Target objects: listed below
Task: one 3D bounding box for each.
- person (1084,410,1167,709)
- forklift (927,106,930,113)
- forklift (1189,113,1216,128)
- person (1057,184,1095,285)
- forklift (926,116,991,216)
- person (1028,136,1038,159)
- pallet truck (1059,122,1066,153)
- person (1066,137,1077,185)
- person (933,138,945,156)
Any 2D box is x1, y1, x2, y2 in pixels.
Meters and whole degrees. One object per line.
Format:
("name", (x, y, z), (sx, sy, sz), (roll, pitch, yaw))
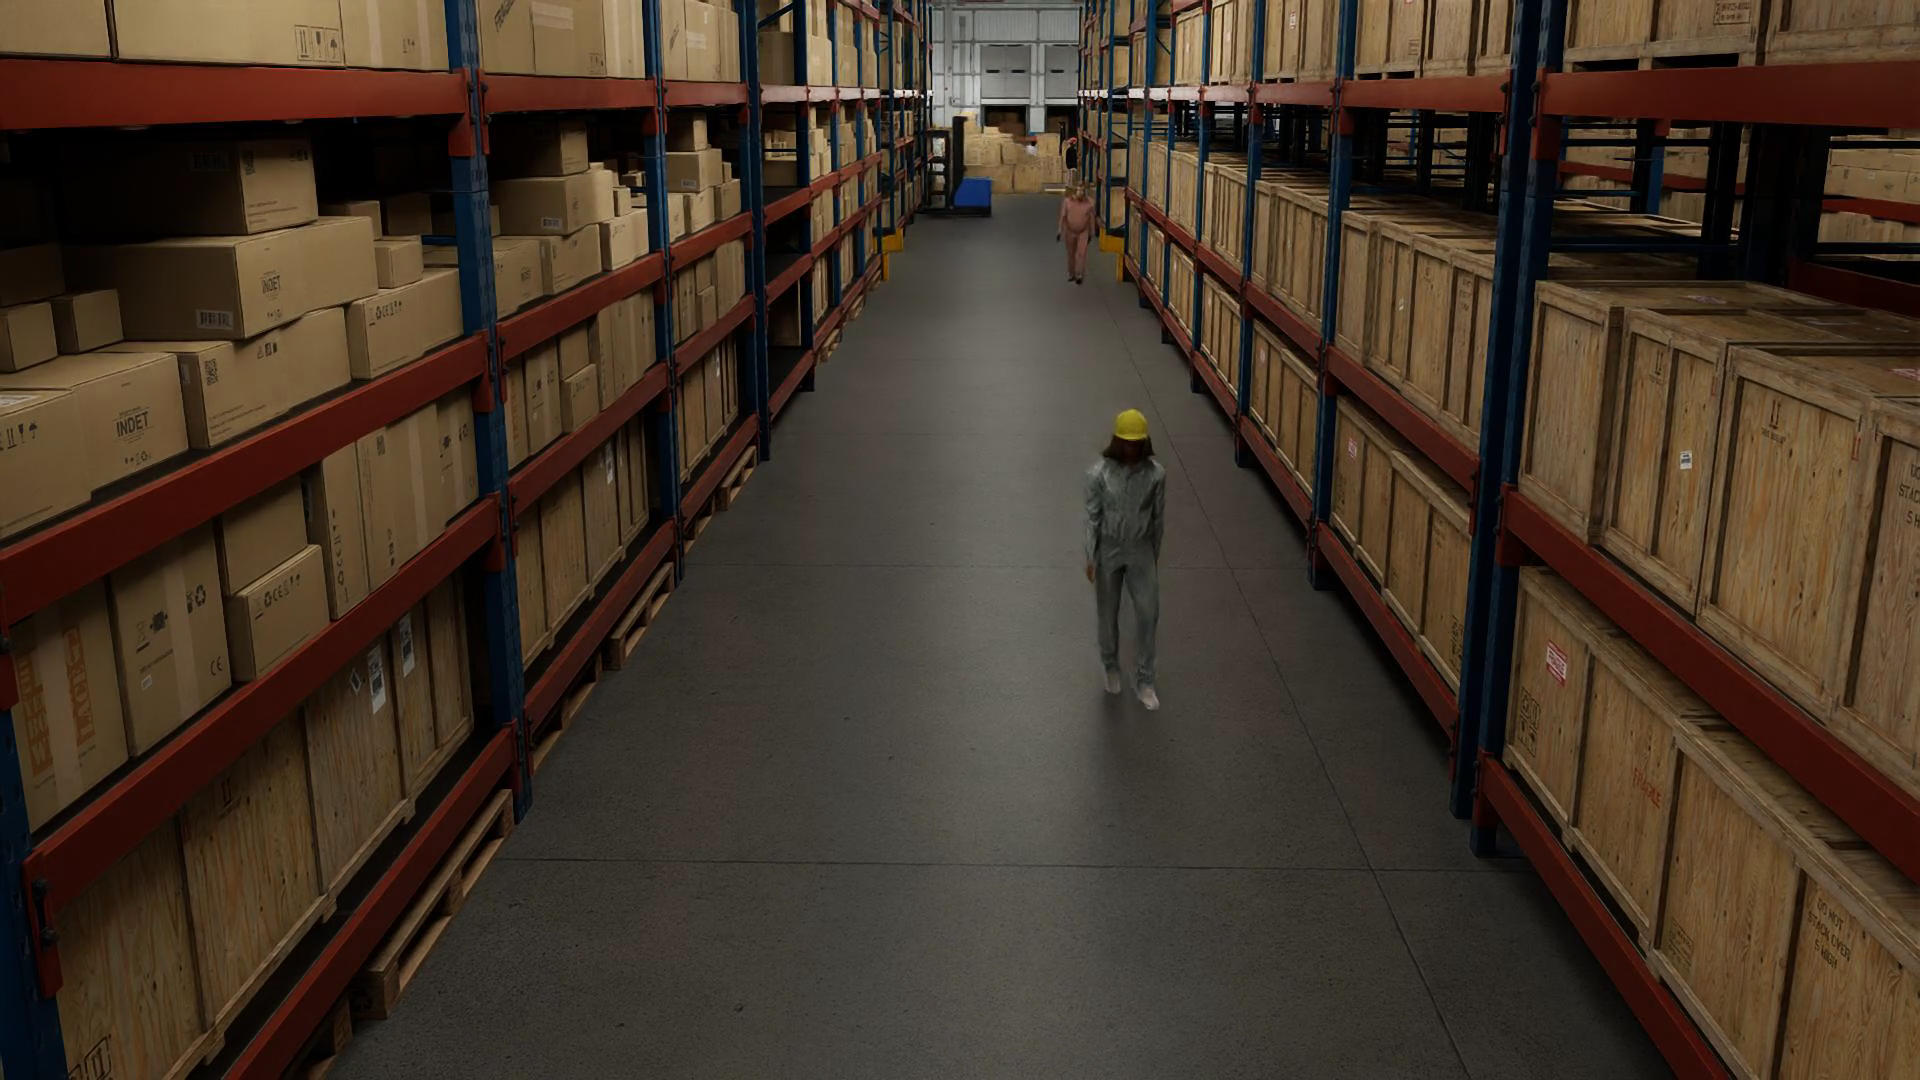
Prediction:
("person", (0.959, 0.115, 9.573), (0.493, 1.718, 0.741), (-1, 15, -3))
("forklift", (-2.001, -20.667, 84.687), (1.129, 2.768, 1.873), (0, 15, 2))
("forklift", (7.987, -12.769, 55.302), (1.129, 2.768, 1.873), (0, 15, 1))
("person", (2.161, -5.704, 30.997), (0.666, 1.844, 1.060), (2, 15, 7))
("forklift", (-0.035, -10.751, 47.793), (1.873, 2.768, 1.129), (0, 15, 2))
("person", (2.647, -13.949, 61.489), (0.491, 1.927, 0.555), (6, 16, 23))
("pallet truck", (5.788, -21.111, 88.014), (1.885, 1.965, 0.823), (5, 16, 18))
("person", (3.851, -12.786, 57.042), (0.375, 1.995, 0.610), (-8, 17, -27))
("person", (-0.942, -15.952, 68.930), (0.635, 1.939, 0.366), (4, 15, 14))
